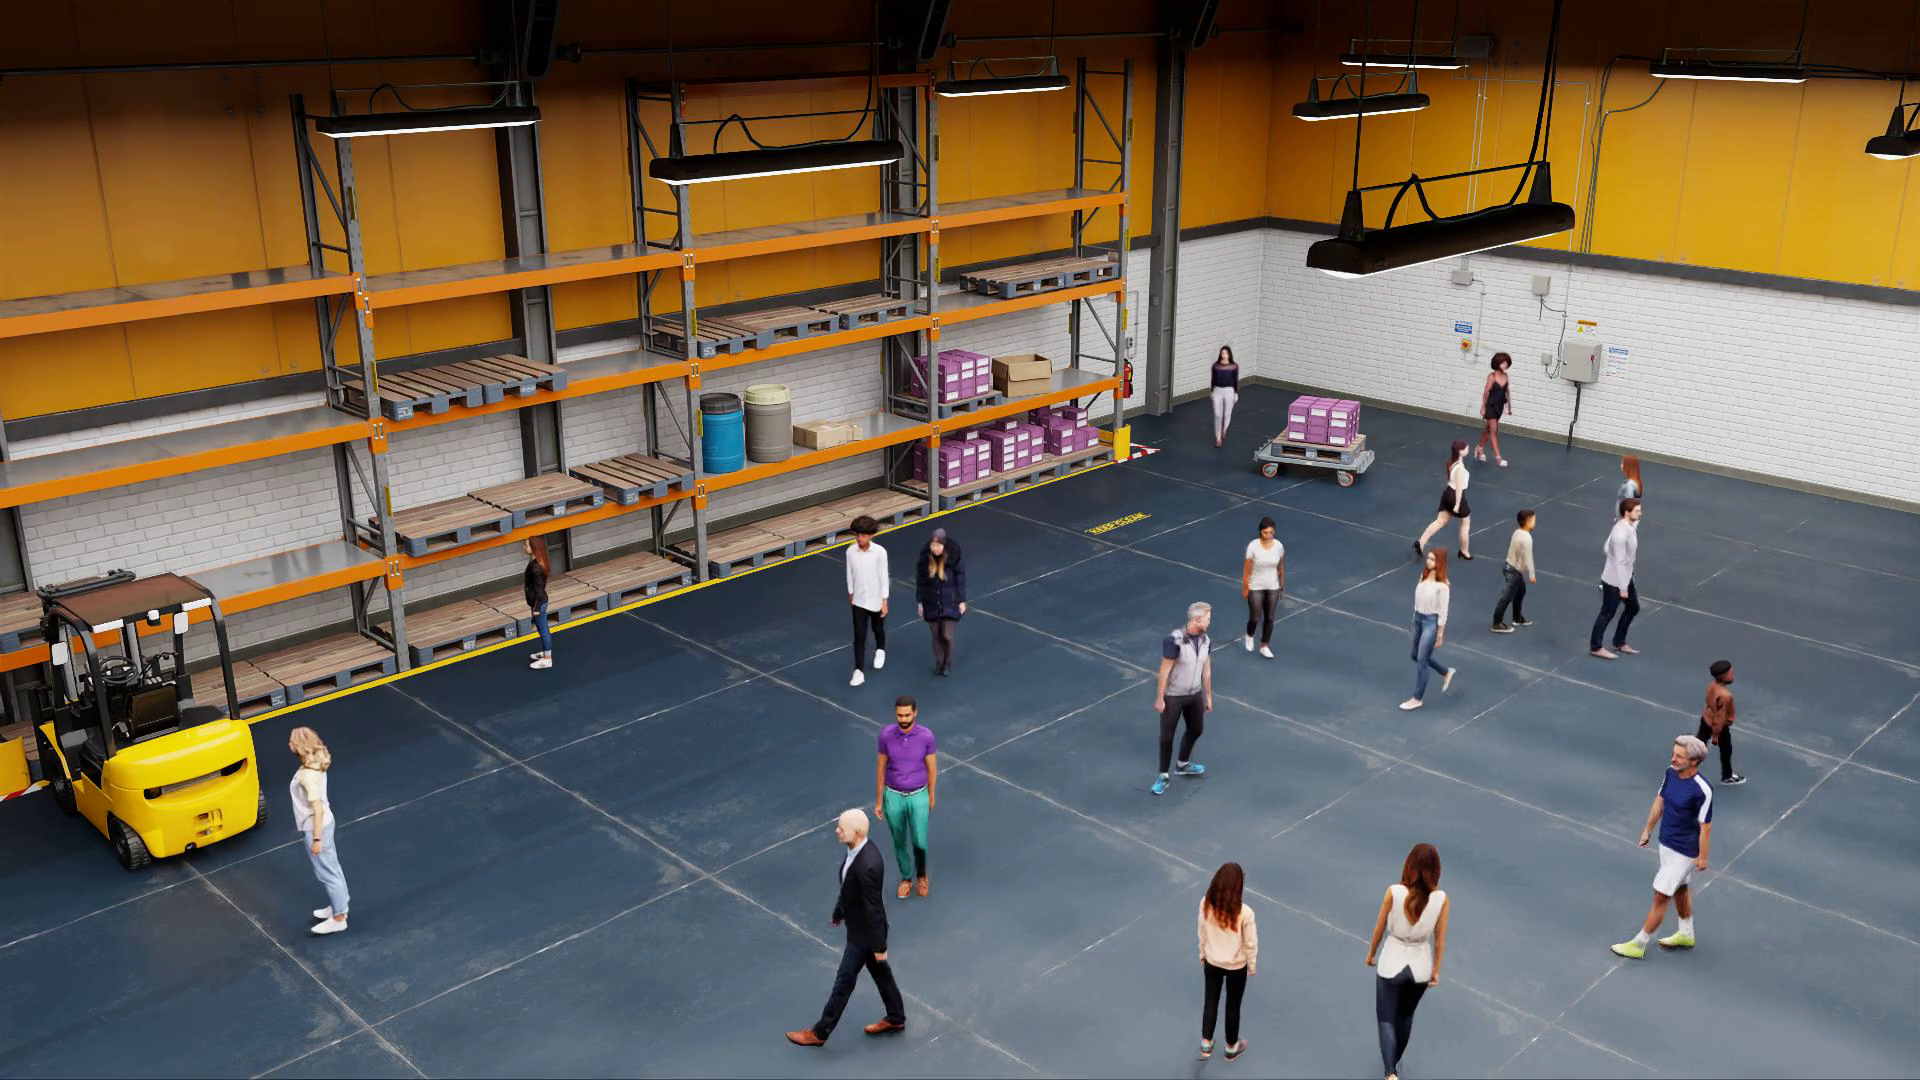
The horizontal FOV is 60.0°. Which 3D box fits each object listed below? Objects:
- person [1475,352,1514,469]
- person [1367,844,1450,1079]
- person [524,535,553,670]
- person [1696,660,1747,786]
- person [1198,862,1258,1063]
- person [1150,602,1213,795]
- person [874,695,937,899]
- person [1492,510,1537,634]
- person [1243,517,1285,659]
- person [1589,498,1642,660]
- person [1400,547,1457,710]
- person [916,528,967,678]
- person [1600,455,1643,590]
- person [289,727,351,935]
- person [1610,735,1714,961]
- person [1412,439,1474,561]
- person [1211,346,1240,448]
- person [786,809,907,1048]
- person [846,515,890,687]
[{"bbox_3d":[8.096,-1.894,25.417,1.079,1.533,0.889,-8,20,-23],"label":"person"},{"bbox_3d":[2.927,2.870,10.906,0.995,1.764,1.109,1,19,3],"label":"person"},{"bbox_3d":[-4.542,0.648,17.943,0.664,1.484,0.642,-4,19,-13],"label":"person"},{"bbox_3d":[6.846,1.692,15.243,0.955,1.229,0.901,0,19,1],"label":"person"},{"bbox_3d":[1.805,2.870,11.345,0.619,1.485,0.592,11,21,29],"label":"person"},{"bbox_3d":[1.951,1.429,15.136,0.633,1.796,0.952,-6,20,-18],"label":"person"},{"bbox_3d":[-0.428,2.033,13.409,0.751,1.753,0.799,2,19,6],"label":"person"},{"bbox_3d":[6.223,0.360,18.864,0.830,1.442,0.778,1,19,4],"label":"person"},{"bbox_3d":[3.271,0.498,18.166,0.720,1.625,0.791,-4,19,-12],"label":"person"},{"bbox_3d":[7.083,0.402,18.127,0.852,1.833,0.765,11,21,29],"label":"person"},{"bbox_3d":[4.818,0.880,16.892,1.009,1.714,0.832,-6,20,-18],"label":"person"},{"bbox_3d":[-0.175,0.642,17.679,0.812,1.664,0.845,4,19,12],"label":"person"},{"bbox_3d":[8.149,-0.186,20.102,0.761,1.687,0.630,10,21,27],"label":"person"},{"bbox_3d":[-4.955,2.232,12.865,0.706,1.723,0.709,-5,19,-15],"label":"person"},{"bbox_3d":[5.495,2.301,12.525,1.126,1.809,1.001,-3,19,-9],"label":"person"},{"bbox_3d":[6.175,-0.479,21.079,1.109,1.618,0.921,-4,19,-11],"label":"person"},{"bbox_3d":[4.221,-2.300,26.559,0.965,1.572,1.157,4,19,13],"label":"person"},{"bbox_3d":[-0.574,2.676,11.481,1.236,1.765,1.094,-4,19,-11],"label":"person"},{"bbox_3d":[-0.934,0.596,17.644,1.044,1.772,1.211,4,19,11],"label":"person"}]
